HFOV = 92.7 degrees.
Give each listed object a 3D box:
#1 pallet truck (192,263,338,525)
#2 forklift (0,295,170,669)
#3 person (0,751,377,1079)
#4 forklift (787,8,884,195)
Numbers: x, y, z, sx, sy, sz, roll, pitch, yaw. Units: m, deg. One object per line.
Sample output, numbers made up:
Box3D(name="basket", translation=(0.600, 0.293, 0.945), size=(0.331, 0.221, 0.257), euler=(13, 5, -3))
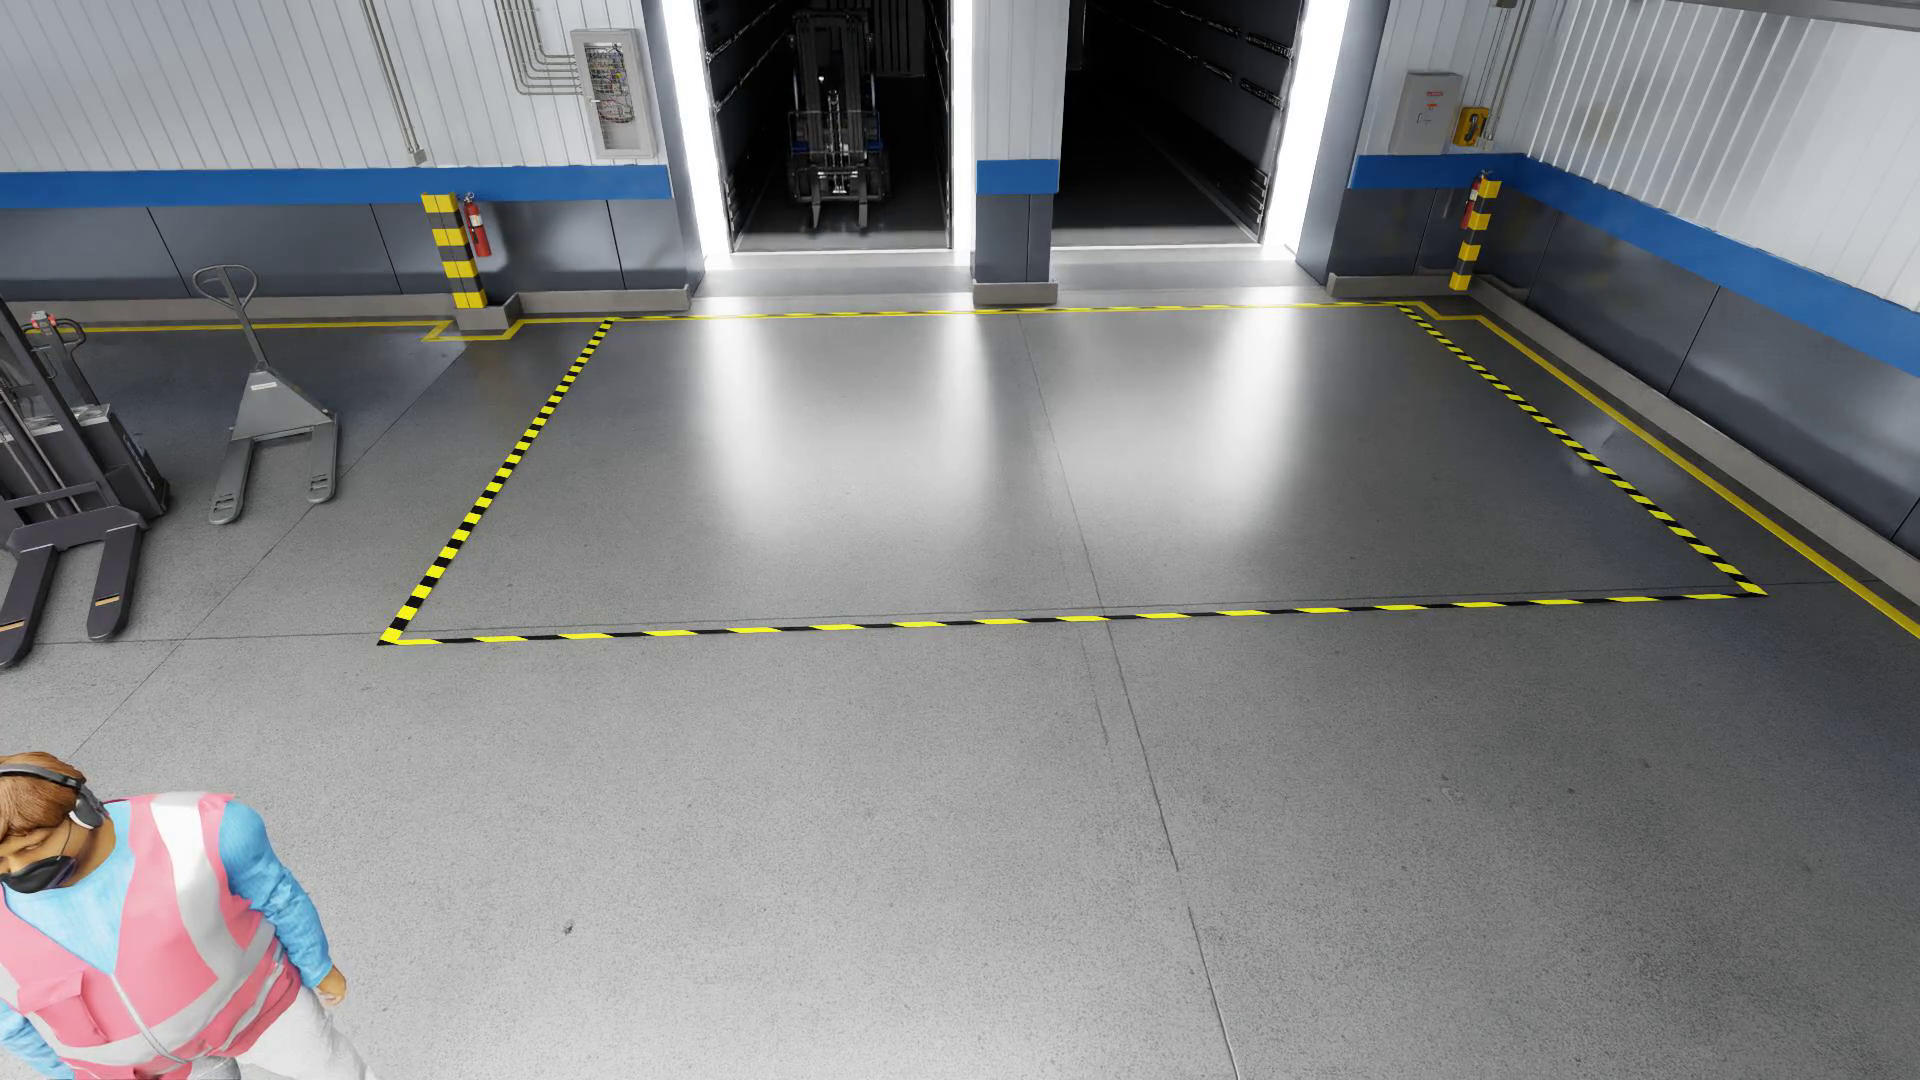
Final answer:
Box3D(name="pallet truck", translation=(-4.778, -1.027, 6.128), size=(0.680, 1.201, 1.601), euler=(-17, 38, -23))
Box3D(name="forklift", translation=(-5.212, -0.618, 4.878), size=(0.823, 1.965, 1.885), euler=(-20, 39, -26))
Box3D(name="person", translation=(-1.952, 1.228, 2.360), size=(0.621, 1.844, 0.430), euler=(-21, 40, -27))
Box3D(name="forklift", translation=(-1.619, -5.835, 12.061), size=(1.157, 2.036, 2.680), euler=(-3, 35, -4))
